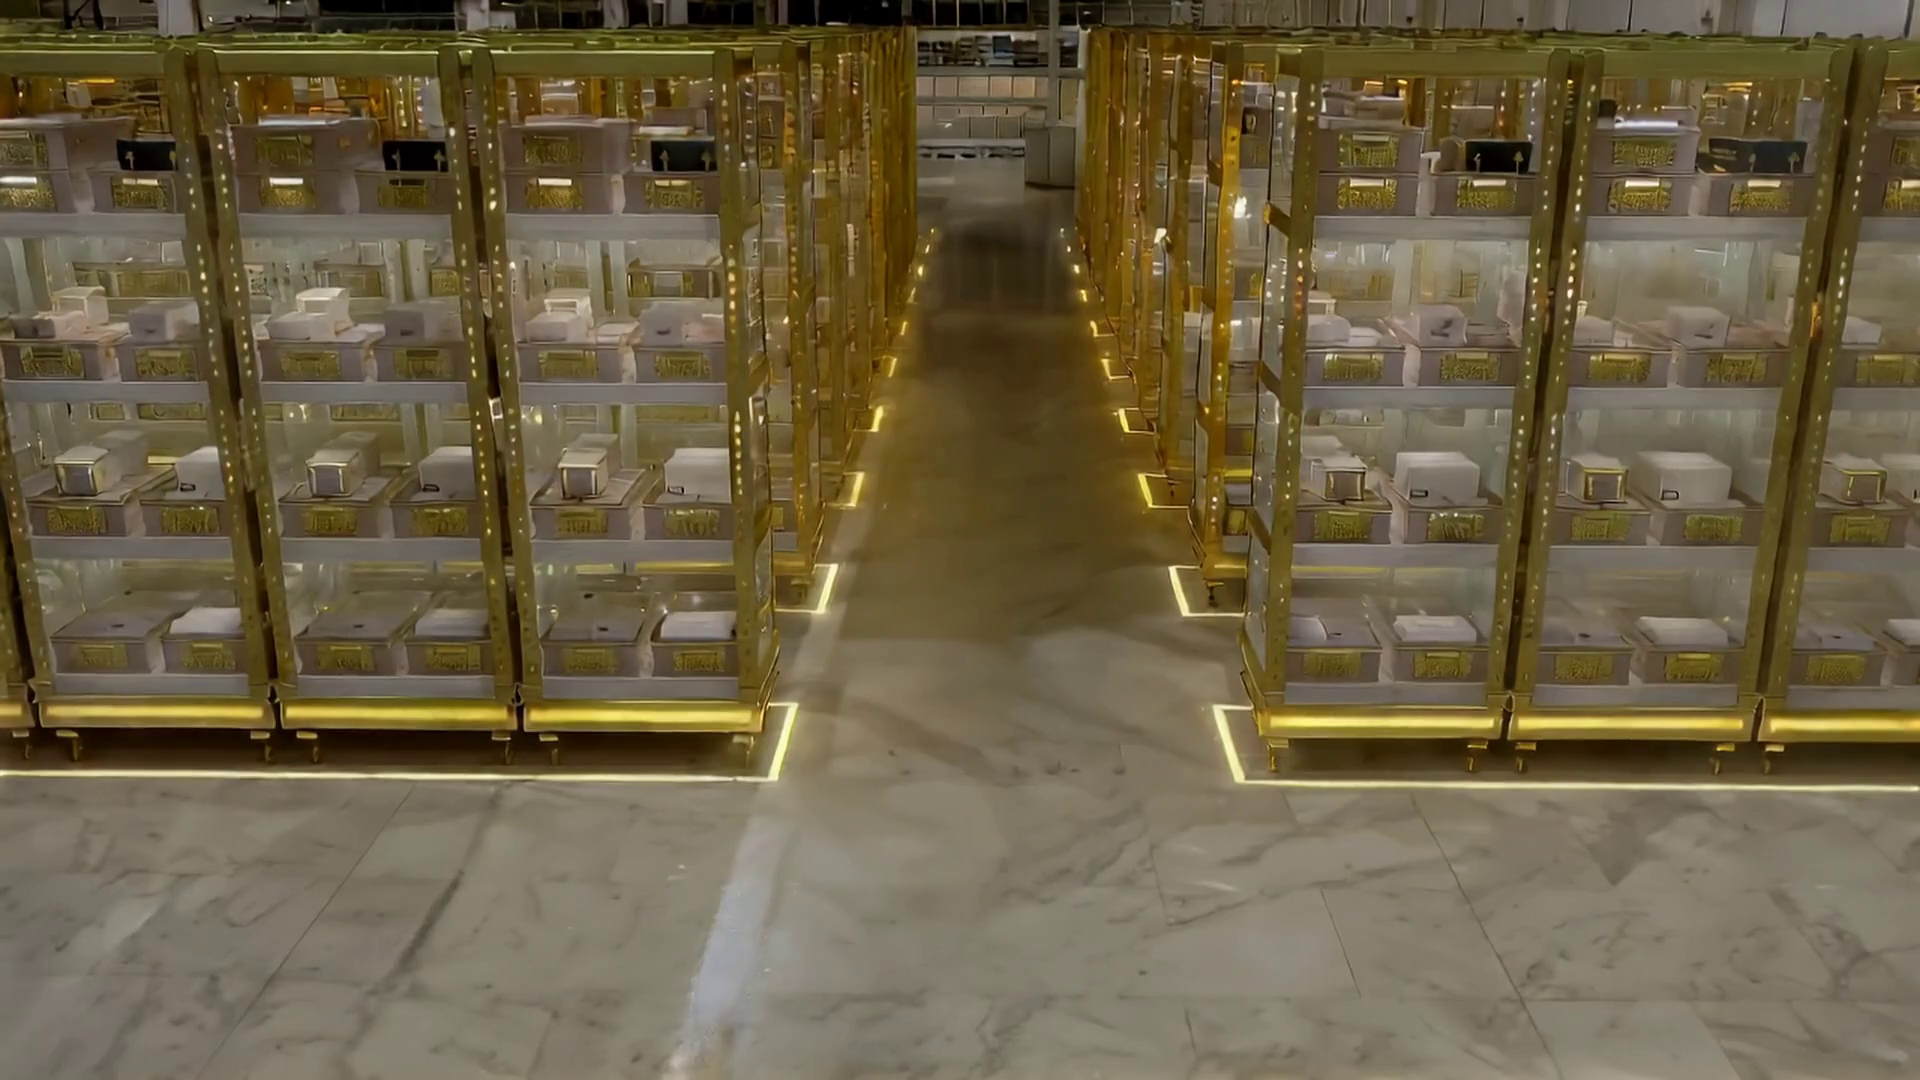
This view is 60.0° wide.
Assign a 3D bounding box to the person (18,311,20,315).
[{"bbox_3d":[-9.863,-2.419,16.957,0.669,1.894,0.431,3,18,9],"label":"person"}]

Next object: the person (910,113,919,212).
[{"bbox_3d":[-1.053,-7.475,32.933,0.610,1.985,0.399,-15,23,-40],"label":"person"}]

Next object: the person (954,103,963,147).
[{"bbox_3d":[-0.158,-12.855,50.184,0.625,1.951,0.446,-17,24,-42],"label":"person"}]
